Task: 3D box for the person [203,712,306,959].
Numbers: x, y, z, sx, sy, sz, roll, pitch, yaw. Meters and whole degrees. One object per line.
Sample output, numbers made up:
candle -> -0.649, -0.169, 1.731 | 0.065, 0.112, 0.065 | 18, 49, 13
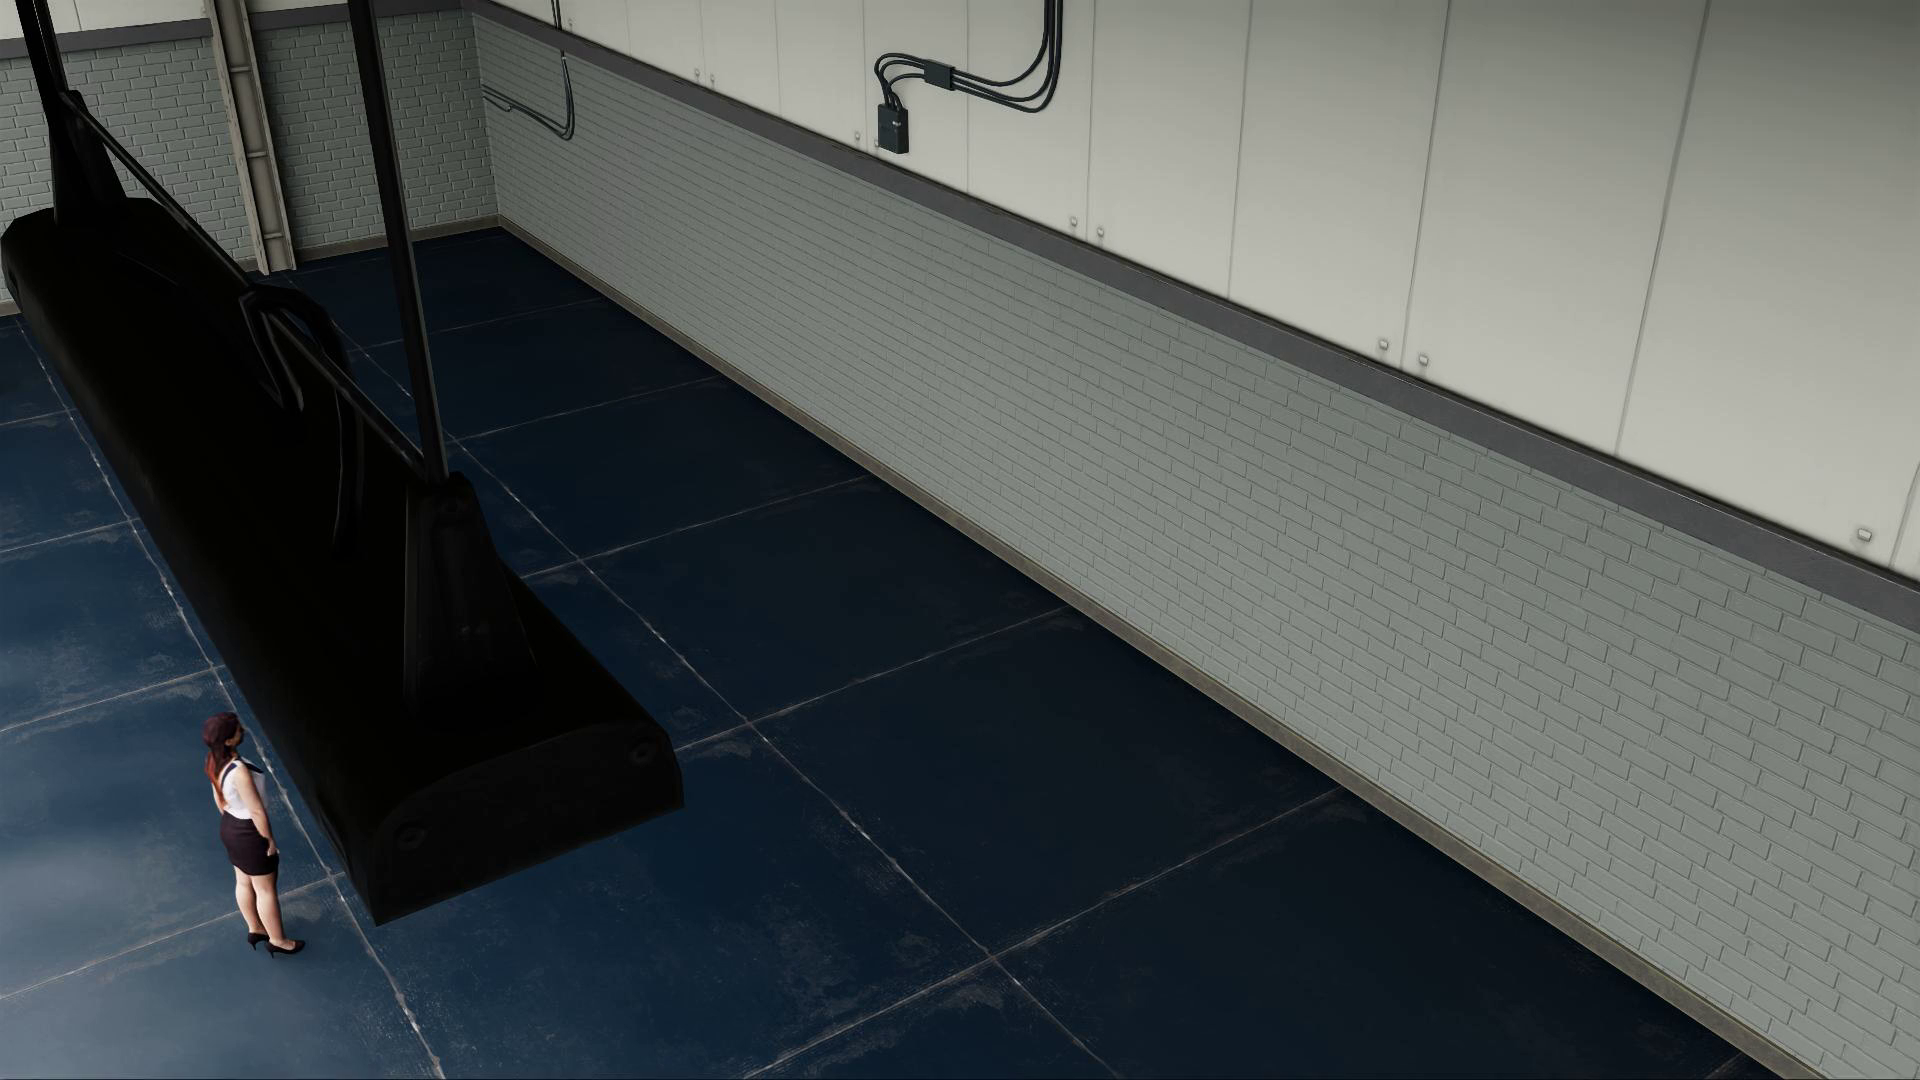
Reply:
person -> -4.110, 1.702, 9.586 | 0.610, 1.648, 0.605 | 19, 33, 31
